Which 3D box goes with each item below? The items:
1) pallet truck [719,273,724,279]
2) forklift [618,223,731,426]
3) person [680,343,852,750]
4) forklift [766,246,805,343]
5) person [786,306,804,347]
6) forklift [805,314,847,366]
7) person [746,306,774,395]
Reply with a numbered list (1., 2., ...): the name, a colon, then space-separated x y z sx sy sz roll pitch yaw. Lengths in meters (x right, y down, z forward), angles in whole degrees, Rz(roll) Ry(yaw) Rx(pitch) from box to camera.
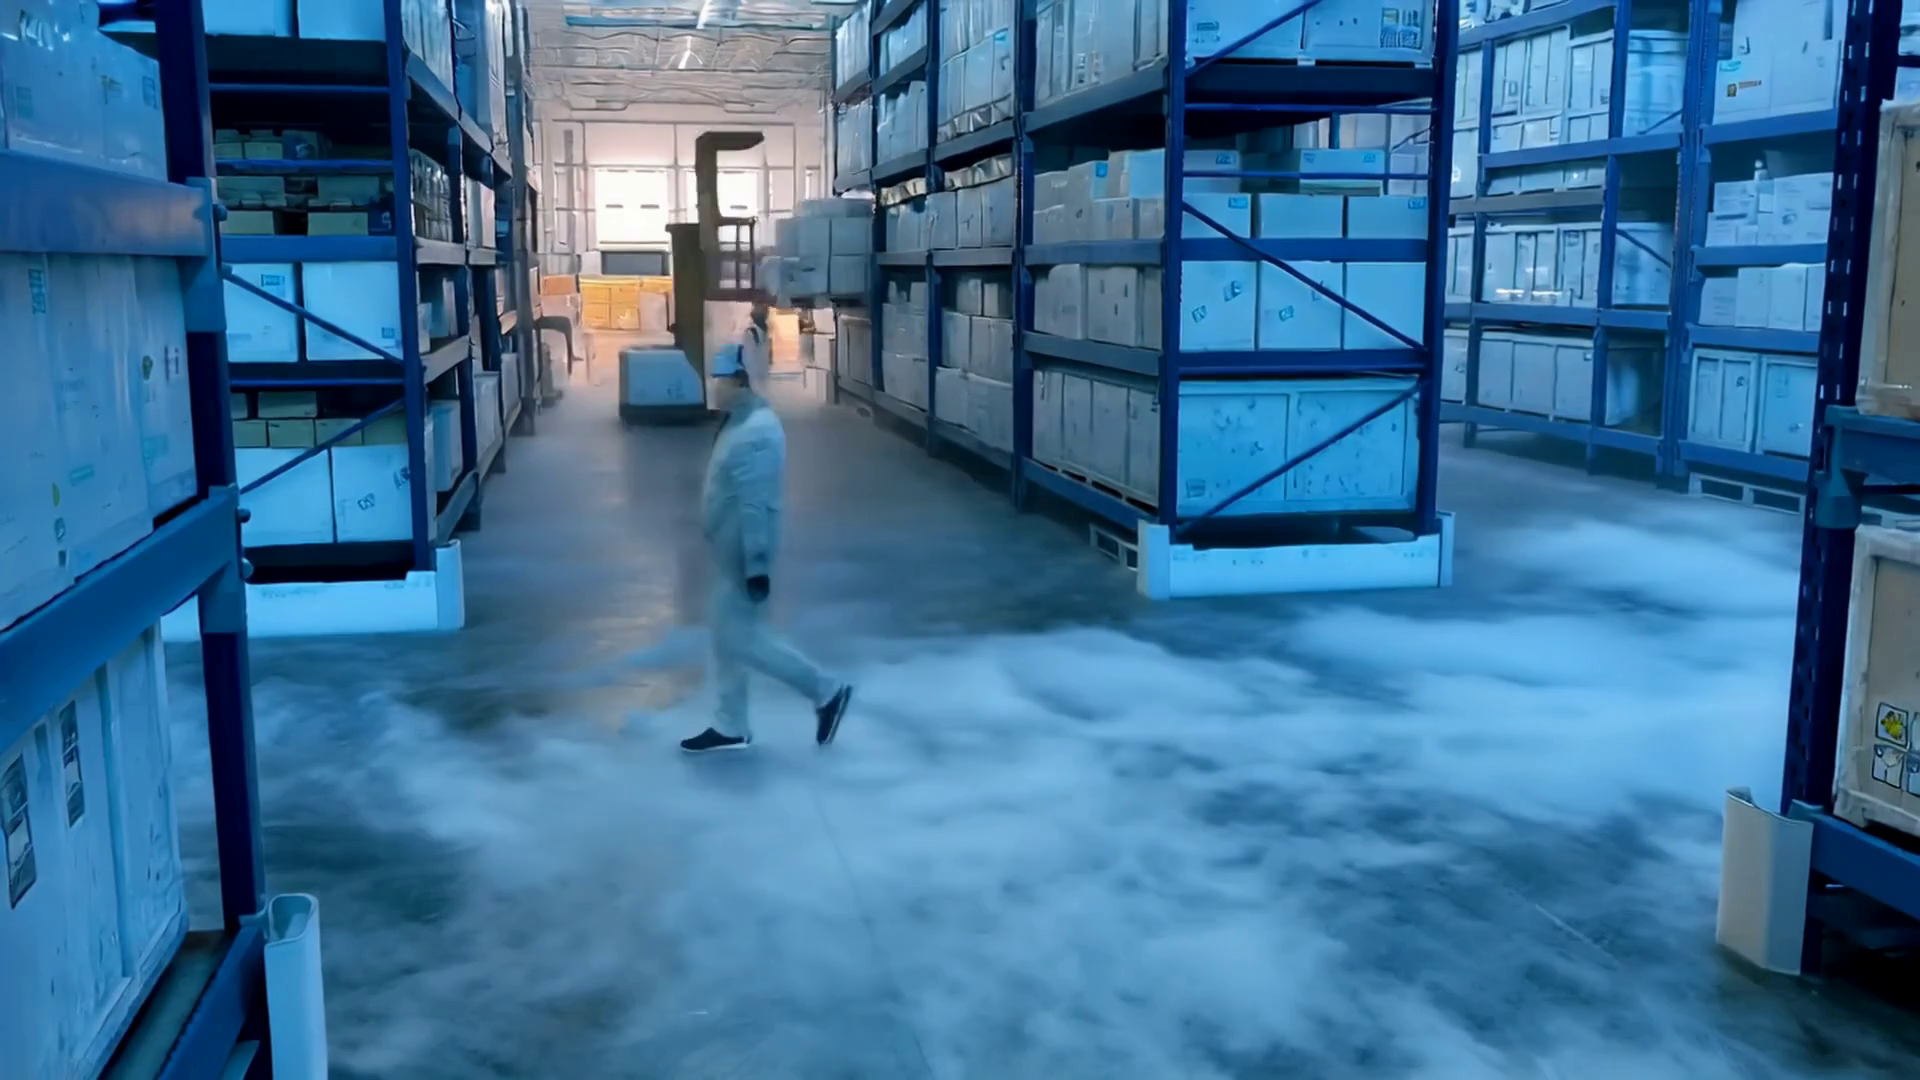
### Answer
1. pallet truck: -8.580 -8.986 62.280 1.885 1.965 0.823 1 9 5
2. forklift: -3.859 -3.064 23.501 1.873 2.768 1.129 -3 10 -18
3. person: -0.903 0.051 7.543 0.709 1.887 0.650 -1 9 -7
4. forklift: -5.128 -7.135 48.316 1.129 2.768 1.873 -2 10 -12
5. person: -4.604 -6.332 46.357 0.546 1.923 0.393 -5 10 -26
6. forklift: -1.809 -4.163 30.199 1.873 2.768 1.129 -7 12 -36
7. person: -3.103 -2.791 25.614 0.463 1.623 0.538 8 12 40
